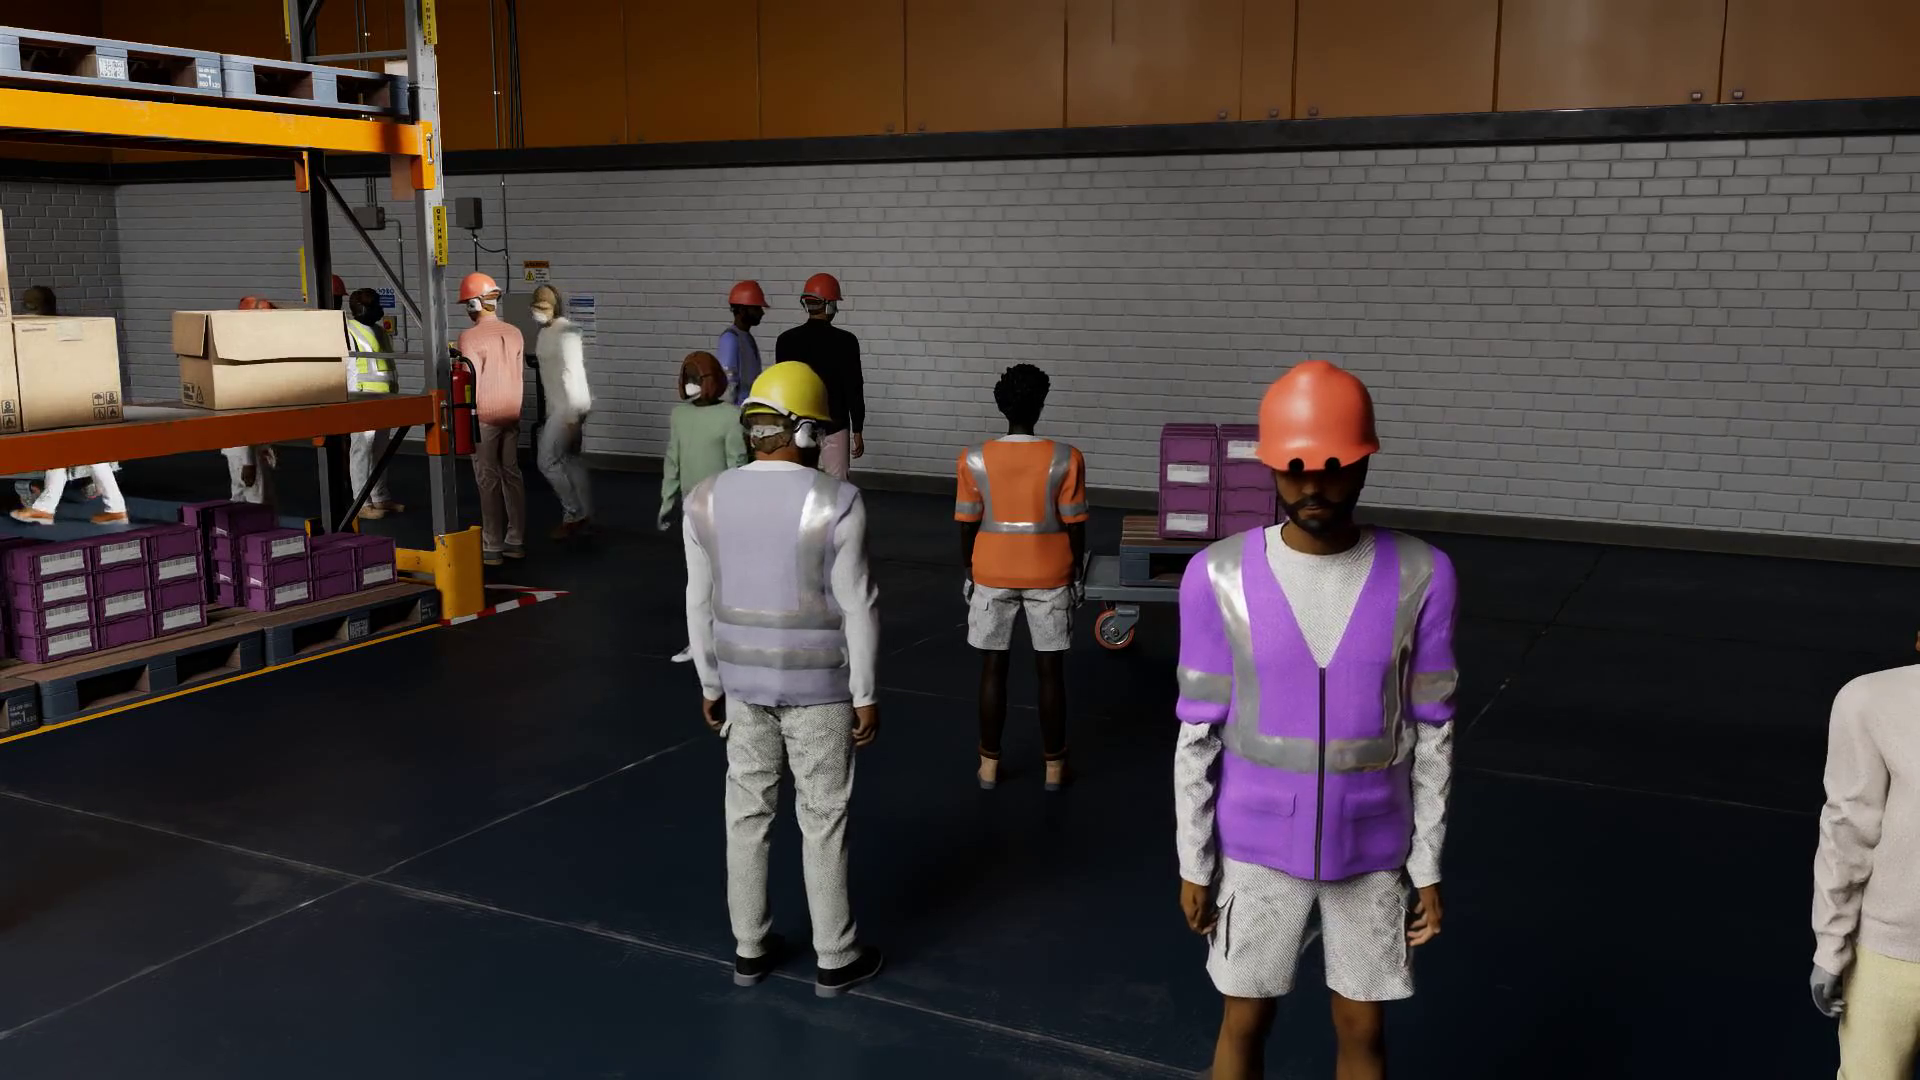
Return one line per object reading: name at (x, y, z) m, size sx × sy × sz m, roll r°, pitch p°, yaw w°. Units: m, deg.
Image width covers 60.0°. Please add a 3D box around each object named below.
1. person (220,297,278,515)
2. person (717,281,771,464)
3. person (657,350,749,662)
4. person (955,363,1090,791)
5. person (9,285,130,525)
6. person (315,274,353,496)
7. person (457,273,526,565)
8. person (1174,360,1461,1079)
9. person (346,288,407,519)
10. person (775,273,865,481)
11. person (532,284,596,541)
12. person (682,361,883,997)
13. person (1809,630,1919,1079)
person at (-4.415, -0.552, 10.250) m, size 0.541 × 1.851 × 0.793 m, roll -4°, pitch 11°, yaw -24°
person at (-1.547, -0.896, 12.010) m, size 0.395 × 1.928 × 0.547 m, roll 2°, pitch 10°, yaw 12°
person at (-1.315, -0.161, 8.597) m, size 0.511 × 1.633 × 0.302 m, roll 7°, pitch 12°, yaw 35°
person at (0.247, 0.156, 6.569) m, size 0.533 × 1.697 × 0.318 m, roll 1°, pitch 10°, yaw 8°
person at (-6.948, -1.015, 12.813) m, size 0.910 × 1.878 × 0.704 m, roll -3°, pitch 10°, yaw -18°
person at (-5.475, -1.350, 14.588) m, size 0.552 × 1.935 × 0.360 m, roll 3°, pitch 10°, yaw 17°
person at (-3.223, -0.826, 11.402) m, size 0.385 × 1.990 × 0.608 m, roll 4°, pitch 11°, yaw 22°
person at (0.698, 0.608, 3.305) m, size 0.548 × 1.929 × 0.414 m, roll 1°, pitch 10°, yaw 8°
person at (-4.749, -1.102, 13.428) m, size 0.429 × 1.847 × 0.625 m, roll 2°, pitch 10°, yaw 11°
person at (-0.902, -0.738, 10.881) m, size 0.622 × 1.992 × 0.396 m, roll 4°, pitch 10°, yaw 20°
person at (-2.910, -0.928, 12.273) m, size 0.522 × 1.906 × 0.718 m, roll -4°, pitch 11°, yaw -22°
person at (-0.487, 0.403, 4.779) m, size 0.587 × 1.821 × 0.404 m, roll 4°, pitch 11°, yaw 22°
person at (1.852, 0.792, 3.097) m, size 0.498 × 1.629 × 0.277 m, roll 4°, pitch 10°, yaw 21°
